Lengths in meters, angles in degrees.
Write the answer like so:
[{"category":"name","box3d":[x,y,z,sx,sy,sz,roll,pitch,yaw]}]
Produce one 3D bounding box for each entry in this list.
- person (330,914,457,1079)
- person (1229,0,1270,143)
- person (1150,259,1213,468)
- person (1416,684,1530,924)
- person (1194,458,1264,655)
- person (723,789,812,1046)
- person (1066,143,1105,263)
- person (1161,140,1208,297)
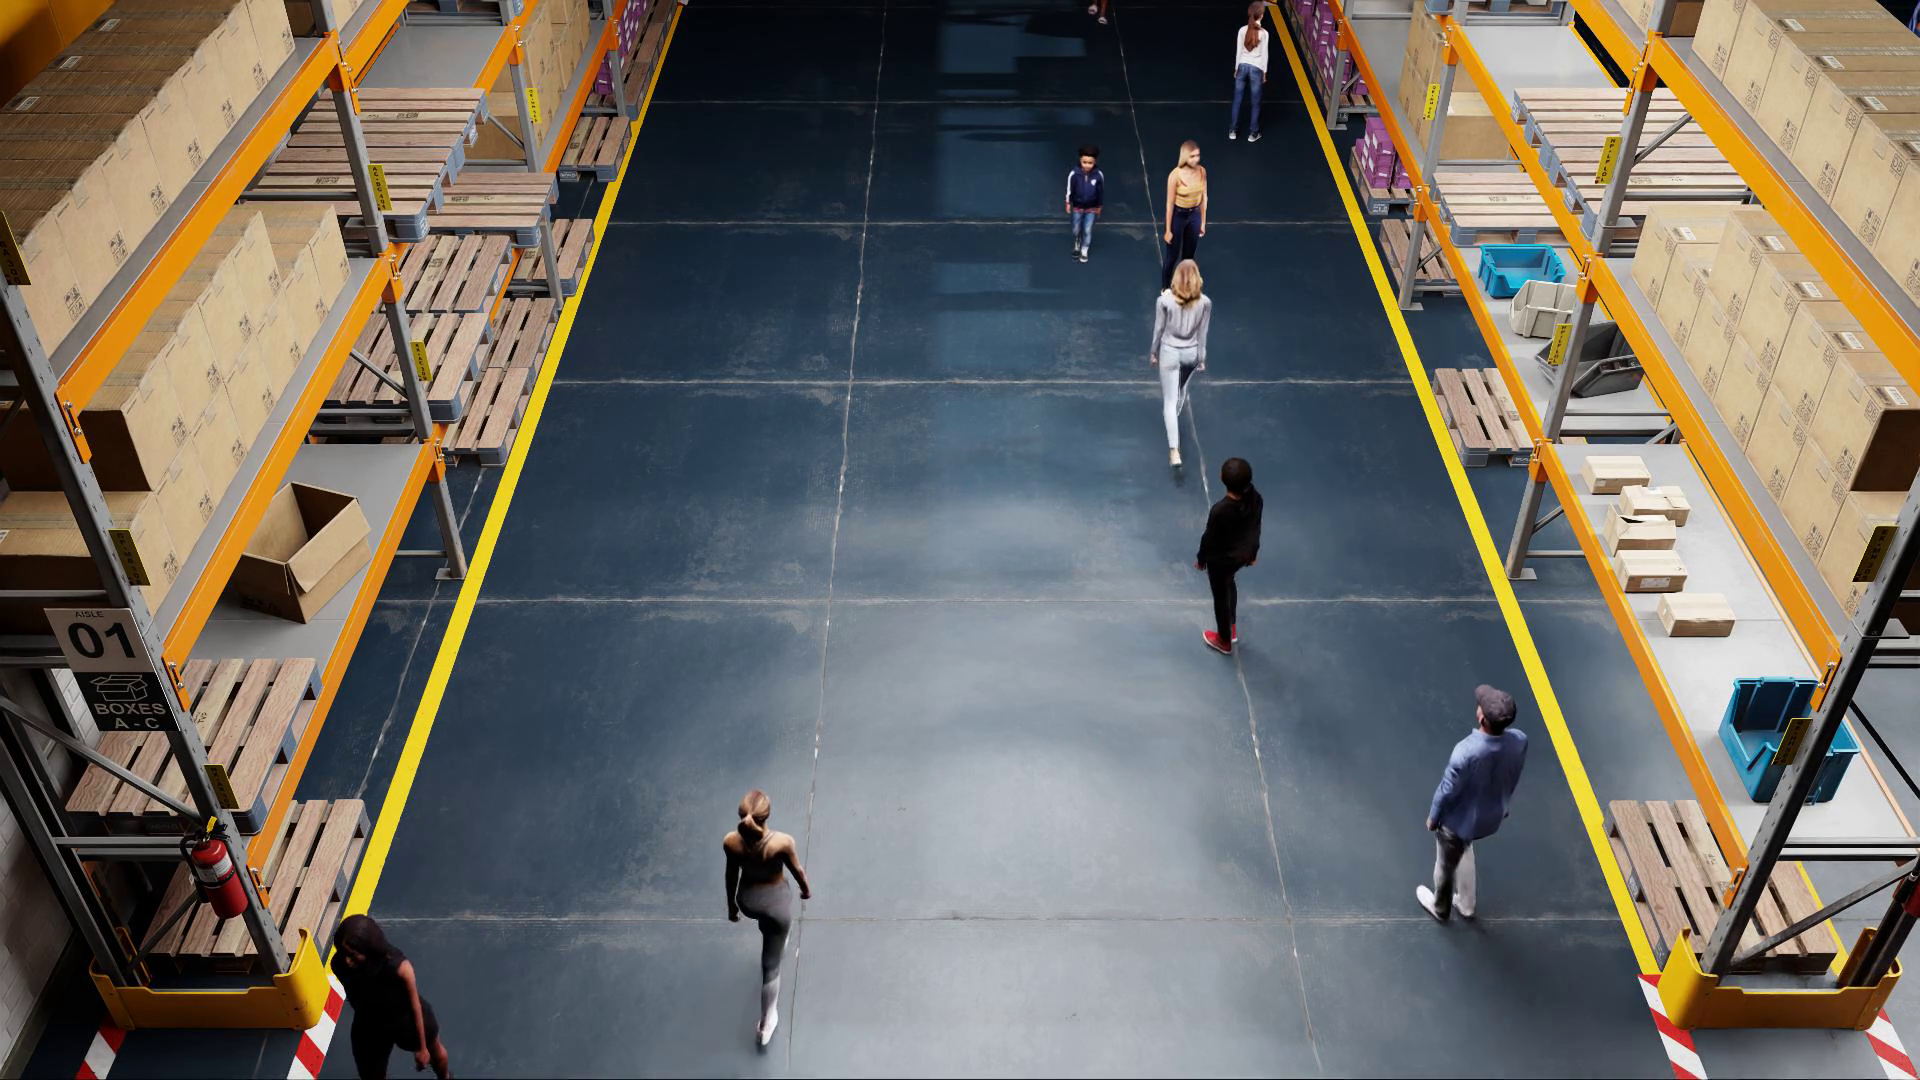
[{"category":"person","box3d":[-2.898,2.464,8.661,0.649,1.714,0.972,2,39,2]},{"category":"person","box3d":[3.195,-5.174,18.350,0.619,1.558,0.640,16,41,20]},{"category":"person","box3d":[1.772,-1.410,13.473,0.613,1.762,1.146,0,39,1]},{"category":"person","box3d":[2.988,1.617,9.589,0.763,1.881,0.758,-12,40,-15]},{"category":"person","box3d":[1.930,0.157,11.589,0.700,1.665,0.719,-19,43,-23]},{"category":"person","box3d":[-1.087,2.084,9.185,0.678,1.654,1.161,4,39,5]},{"category":"person","box3d":[1.233,-3.335,16.320,0.544,1.219,0.514,4,39,5]},{"category":"person","box3d":[2.085,-2.980,15.548,0.644,1.626,0.640,-15,41,-18]}]
